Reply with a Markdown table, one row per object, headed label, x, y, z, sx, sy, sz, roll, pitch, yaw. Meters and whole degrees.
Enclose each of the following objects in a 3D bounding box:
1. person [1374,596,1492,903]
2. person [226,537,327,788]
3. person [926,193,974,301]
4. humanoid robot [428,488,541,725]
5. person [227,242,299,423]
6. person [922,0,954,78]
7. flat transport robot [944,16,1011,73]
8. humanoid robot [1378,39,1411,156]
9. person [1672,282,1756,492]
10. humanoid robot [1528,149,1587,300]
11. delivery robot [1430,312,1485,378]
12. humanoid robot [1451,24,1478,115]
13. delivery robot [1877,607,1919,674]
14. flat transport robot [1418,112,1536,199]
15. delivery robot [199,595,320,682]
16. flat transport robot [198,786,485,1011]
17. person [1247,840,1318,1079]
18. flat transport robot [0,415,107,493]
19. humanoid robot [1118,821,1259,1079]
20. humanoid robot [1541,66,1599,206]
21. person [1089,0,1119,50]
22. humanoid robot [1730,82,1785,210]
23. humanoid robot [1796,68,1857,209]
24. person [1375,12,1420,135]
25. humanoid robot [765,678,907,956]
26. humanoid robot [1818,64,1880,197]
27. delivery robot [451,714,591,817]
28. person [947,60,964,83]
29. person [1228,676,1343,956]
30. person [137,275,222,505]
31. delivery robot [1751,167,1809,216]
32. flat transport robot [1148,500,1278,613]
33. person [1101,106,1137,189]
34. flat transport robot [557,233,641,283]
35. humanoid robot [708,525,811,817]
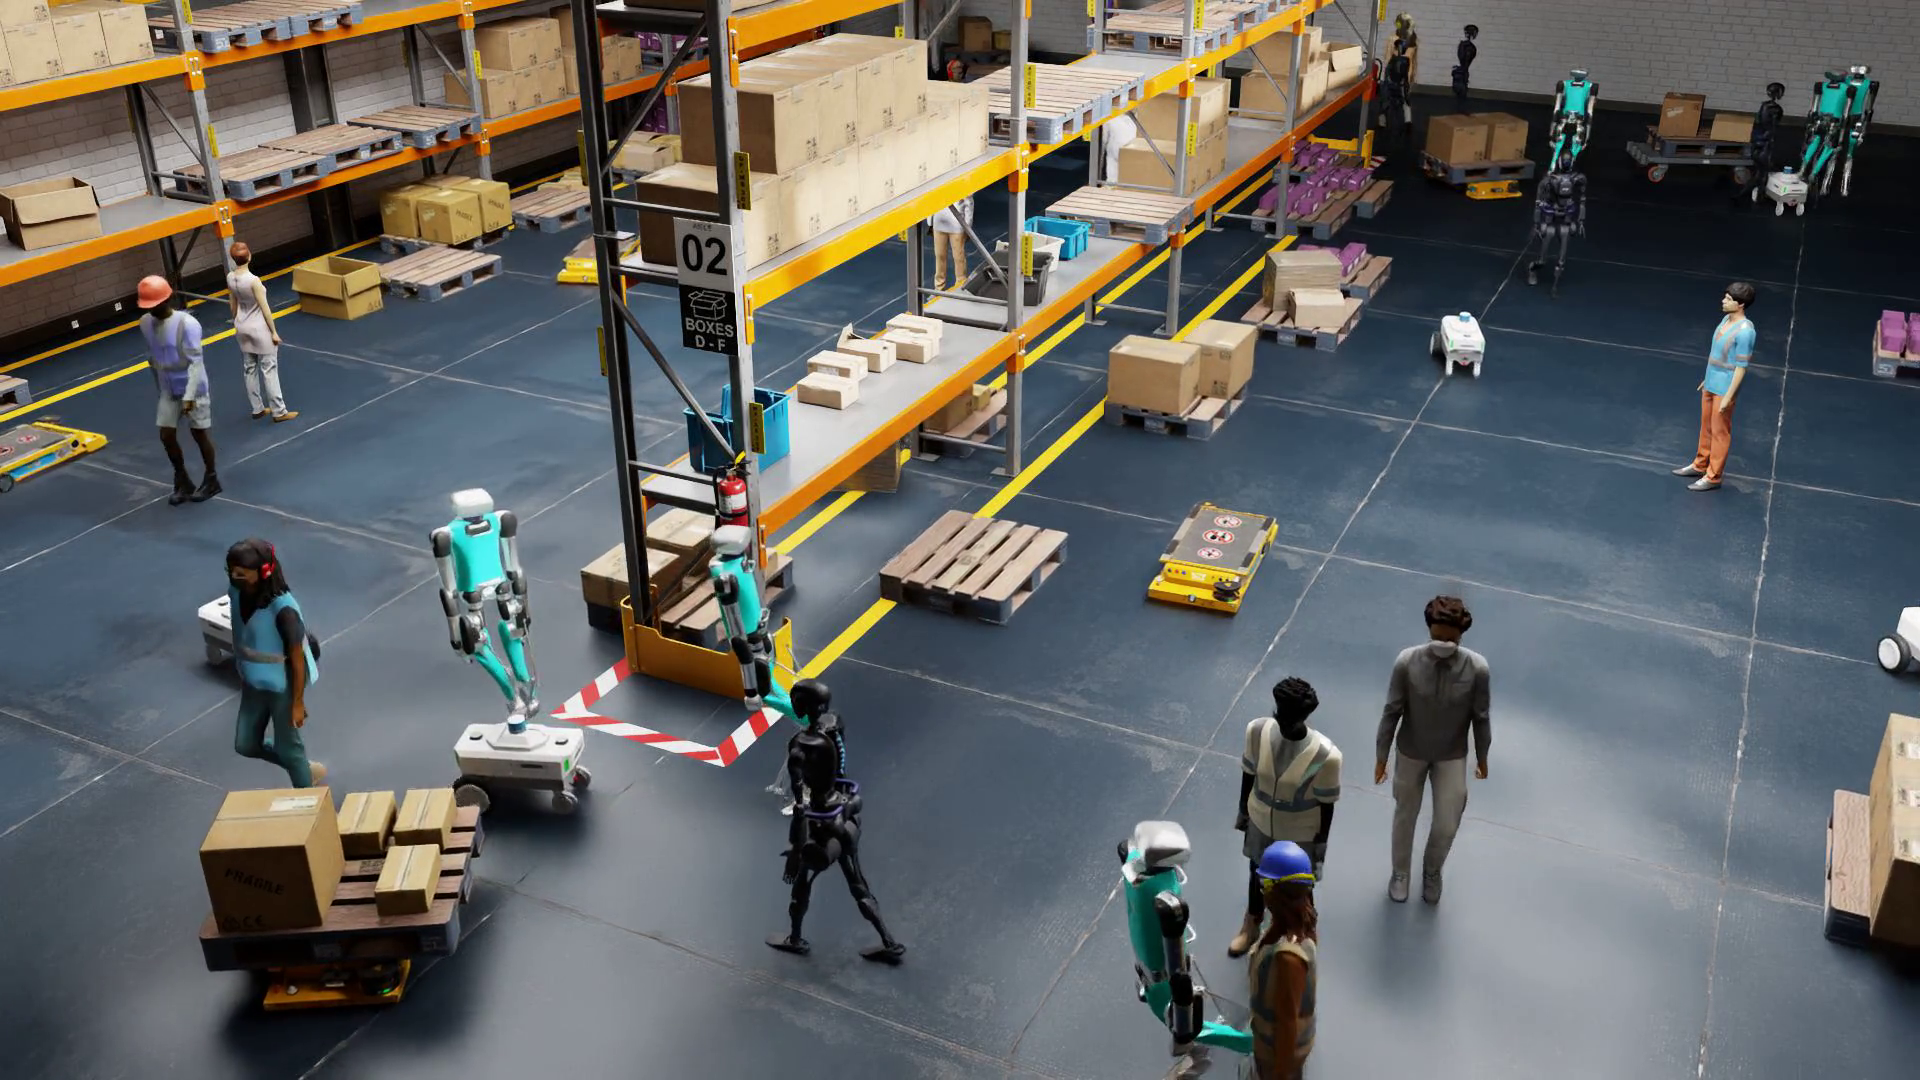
| label | x | y | z | sx | sy | sz | roll | pitch | yaw |
| --- | --- | --- | --- | --- | --- | --- | --- | --- | --- |
| person | 2.473 | 1.113 | 8.714 | 0.596 | 1.878 | 0.485 | 6 | 27 | 13 |
| person | -3.861 | 0.833 | 9.310 | 0.554 | 1.852 | 0.447 | 14 | 30 | 26 |
| person | -0.124 | -3.424 | 18.021 | 0.562 | 1.751 | 0.328 | 13 | 29 | 24 |
| humanoid robot | -2.696 | 0.617 | 9.923 | 0.534 | 1.776 | 0.870 | -21 | 33 | -36 |
| person | -6.333 | -1.870 | 14.981 | 0.457 | 1.662 | 0.277 | 11 | 28 | 21 |
| person | -0.368 | -9.127 | 29.494 | 0.526 | 1.781 | 0.952 | -8 | 28 | -16 |
| flat transport robot | 0.508 | -8.588 | 30.125 | 1.431 | 0.231 | 0.659 | 21 | 33 | 36 |
| humanoid robot | 6.332 | -6.454 | 24.224 | 0.604 | 1.647 | 0.312 | -20 | 33 | -35 |
| person | 6.228 | -1.259 | 13.633 | 0.325 | 1.767 | 0.485 | 0 | 26 | 1 |
| humanoid robot | 6.563 | -3.502 | 18.282 | 0.611 | 1.641 | 0.532 | 0 | 26 | 1 |
| delivery robot | 4.944 | -1.952 | 16.404 | 0.499 | 0.598 | 0.789 | 4 | 27 | 7 |
| humanoid robot | 7.669 | -7.021 | 25.373 | 0.323 | 1.647 | 0.587 | 4 | 27 | 7 |
| delivery robot | 6.511 | 0.728 | 10.973 | 0.516 | 0.583 | 0.754 | -4 | 27 | -8 |
| flat transport robot | 7.012 | -4.915 | 22.706 | 0.659 | 0.231 | 1.431 | -6 | 27 | -12 |
| delivery robot | -4.730 | 0.646 | 11.173 | 0.791 | 0.614 | 0.499 | 16 | 30 | 28 |
| flat transport robot | -3.189 | 1.941 | 8.857 | 0.659 | 0.231 | 1.431 | -3 | 26 | -5 |
| person | 1.347 | 2.067 | 6.955 | 0.337 | 1.734 | 0.626 | 3 | 26 | 6 |
| flat transport robot | -8.096 | -0.686 | 14.163 | 0.659 | 0.231 | 1.431 | 10 | 28 | 20 |
| humanoid robot | 1.091 | 1.949 | 7.233 | 0.863 | 1.780 | 0.534 | -7 | 27 | -14 |
| humanoid robot | 7.905 | -5.186 | 21.617 | 0.531 | 1.792 | 0.795 | 10 | 28 | 19 |
| person | 2.521 | -9.049 | 29.184 | 0.545 | 1.929 | 0.408 | 15 | 30 | 27 |
| humanoid robot | 10.360 | -5.090 | 21.493 | 0.489 | 1.634 | 0.588 | 4 | 27 | 8 |
| humanoid robot | 11.112 | -5.167 | 21.562 | 0.712 | 1.782 | 0.551 | -20 | 33 | -35 |
| person | 6.715 | -7.120 | 25.394 | 0.577 | 1.836 | 0.883 | -3 | 27 | -7 |
| humanoid robot | -0.653 | 1.431 | 8.355 | 0.756 | 1.624 | 0.602 | 10 | 28 | 20 |
| humanoid robot | 11.801 | -5.440 | 22.124 | 0.533 | 1.803 | 0.676 | 16 | 30 | 29 |
| delivery robot | -2.579 | 1.302 | 9.813 | 0.758 | 0.583 | 0.499 | 2 | 26 | 5 |
| person | -0.120 | -5.356 | 21.824 | 0.374 | 1.840 | 0.567 | 9 | 28 | 18 |
| person | 1.619 | 1.417 | 8.316 | 0.535 | 1.691 | 0.319 | 19 | 32 | 33 |
| person | -6.281 | -1.179 | 13.304 | 0.560 | 1.913 | 0.537 | 5 | 27 | 10 |
| delivery robot | 10.725 | -4.561 | 21.690 | 0.499 | 0.614 | 0.791 | 0 | 26 | 0 |
| flat transport robot | 1.935 | 0.108 | 12.561 | 0.659 | 0.231 | 1.431 | 10 | 28 | 19 |
| person | 1.990 | -4.613 | 20.310 | 0.691 | 1.855 | 0.902 | -3 | 26 | -5 |
| flat transport robot | -4.181 | -3.302 | 19.448 | 0.659 | 0.231 | 1.431 | 2 | 26 | 5 |
| humanoid robot | -0.996 | 0.751 | 9.607 | 0.826 | 1.773 | 0.559 | 0 | 26 | 0 |
